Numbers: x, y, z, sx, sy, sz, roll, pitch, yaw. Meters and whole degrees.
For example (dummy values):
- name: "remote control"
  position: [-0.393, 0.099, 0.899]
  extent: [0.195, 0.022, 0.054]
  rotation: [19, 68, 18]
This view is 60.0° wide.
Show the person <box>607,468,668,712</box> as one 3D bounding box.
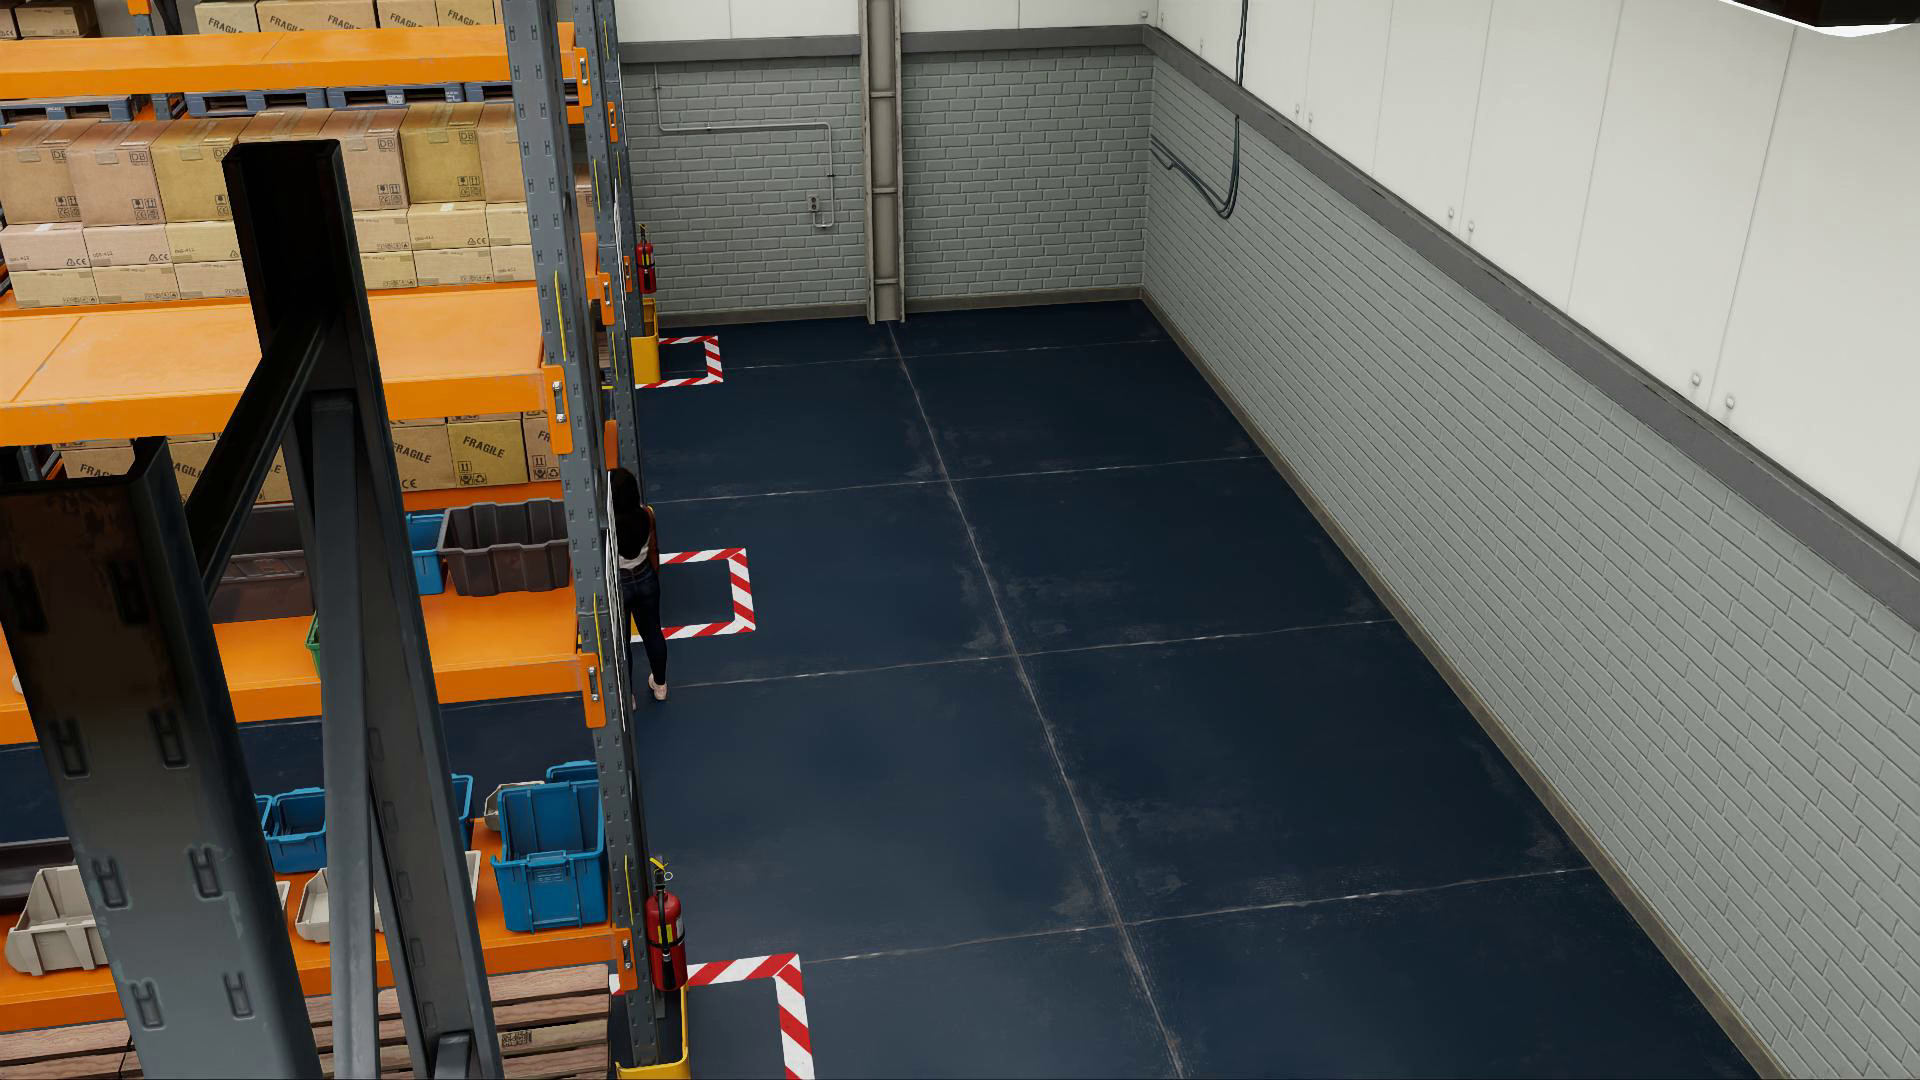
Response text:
- name: "person"
  position: [-2.257, 0.329, 11.351]
  extent: [0.673, 1.811, 0.790]
  rotation: [-17, 33, -29]
